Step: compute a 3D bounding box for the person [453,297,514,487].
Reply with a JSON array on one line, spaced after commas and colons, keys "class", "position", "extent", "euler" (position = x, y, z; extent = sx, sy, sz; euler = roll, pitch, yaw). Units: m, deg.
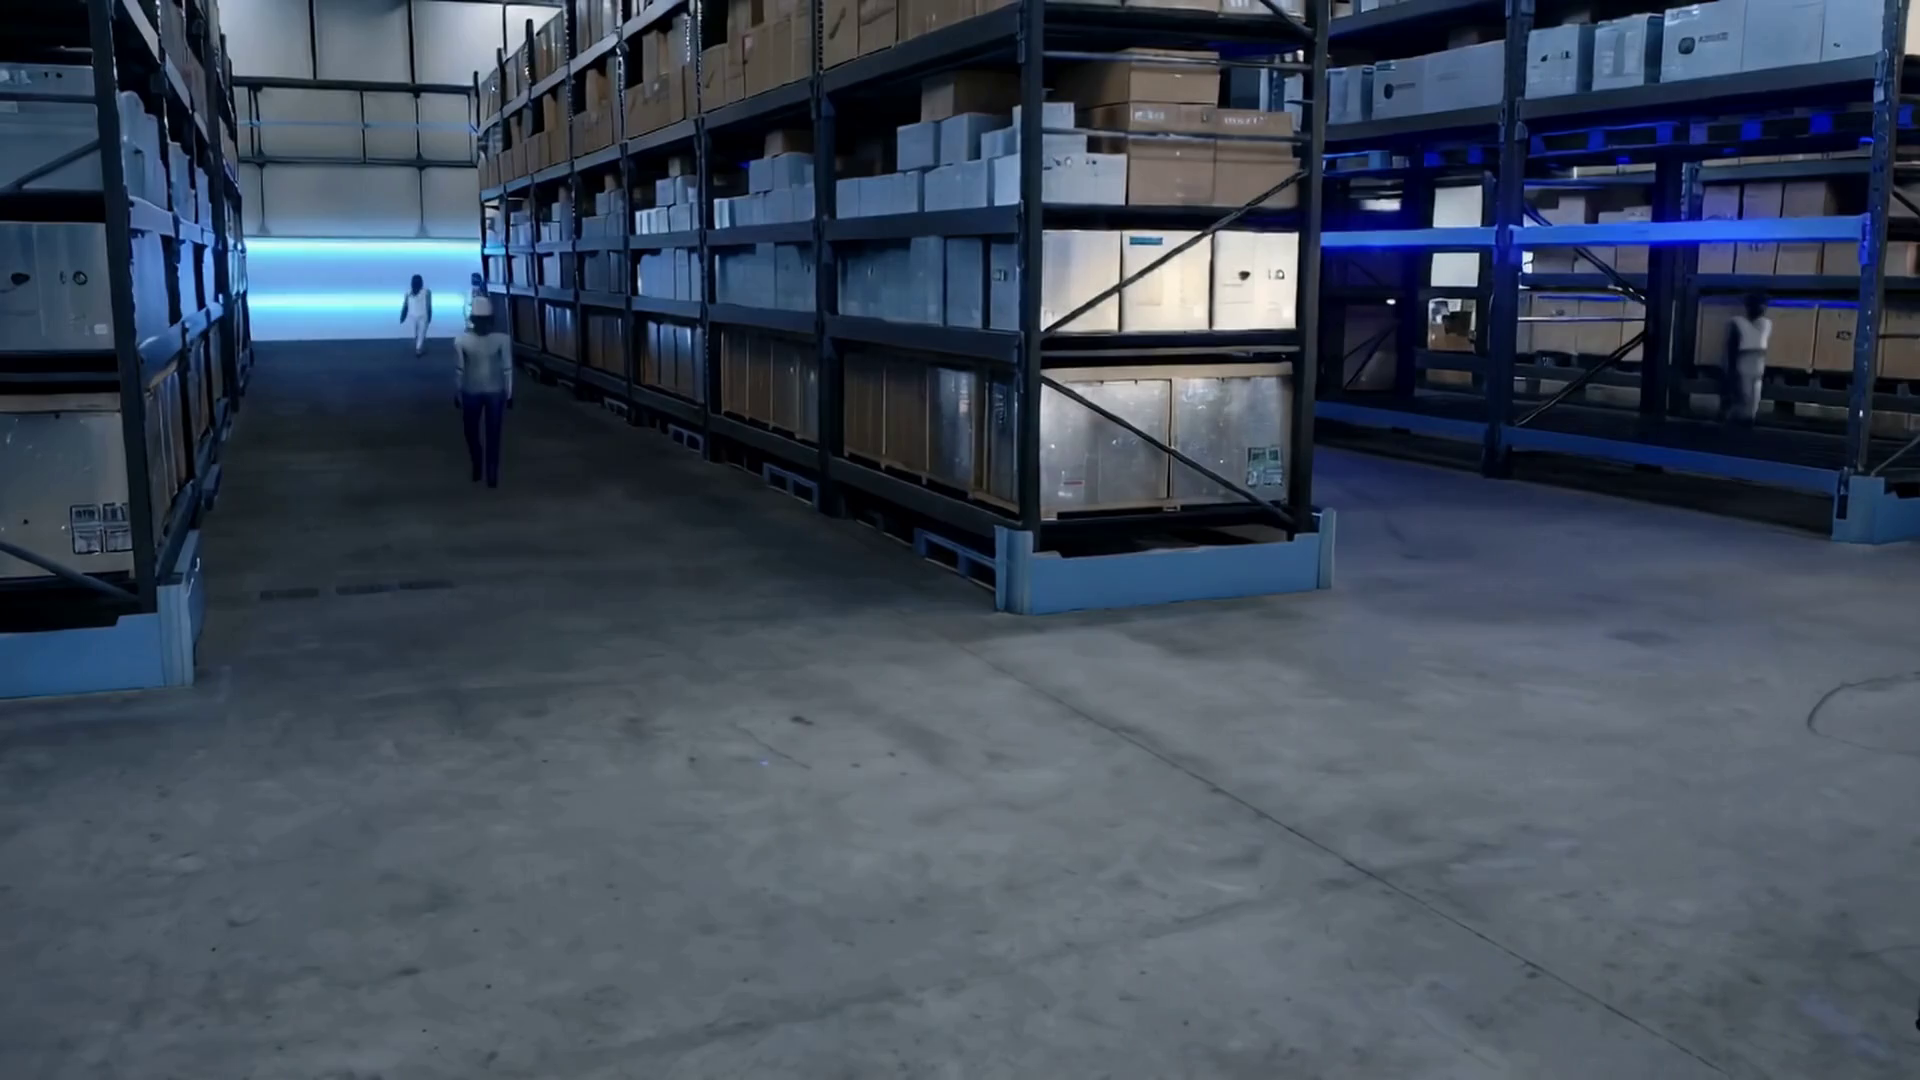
[{"class": "person", "position": [-4.388, -1.359, 15.340], "extent": [0.545, 1.754, 0.364], "euler": [-2, 10, -12]}]

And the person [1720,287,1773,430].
[{"class": "person", "position": [7.941, -1.631, 16.779], "extent": [0.564, 1.831, 0.431], "euler": [-5, 11, -29]}]

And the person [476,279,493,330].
[{"class": "person", "position": [-10.443, -4.845, 36.375], "extent": [0.883, 1.701, 0.573], "euler": [-5, 10, -25]}]

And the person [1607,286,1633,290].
[{"class": "person", "position": [13.715, -4.665, 34.588], "extent": [0.403, 1.948, 0.605], "euler": [-7, 12, -38]}]

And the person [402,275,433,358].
[{"class": "person", "position": [-11.810, -4.891, 36.432], "extent": [0.701, 1.801, 0.819], "euler": [3, 10, 19]}]

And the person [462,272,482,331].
[{"class": "person", "position": [-10.891, -5.042, 37.112], "extent": [0.959, 1.875, 0.596], "euler": [-9, 13, -43]}]
